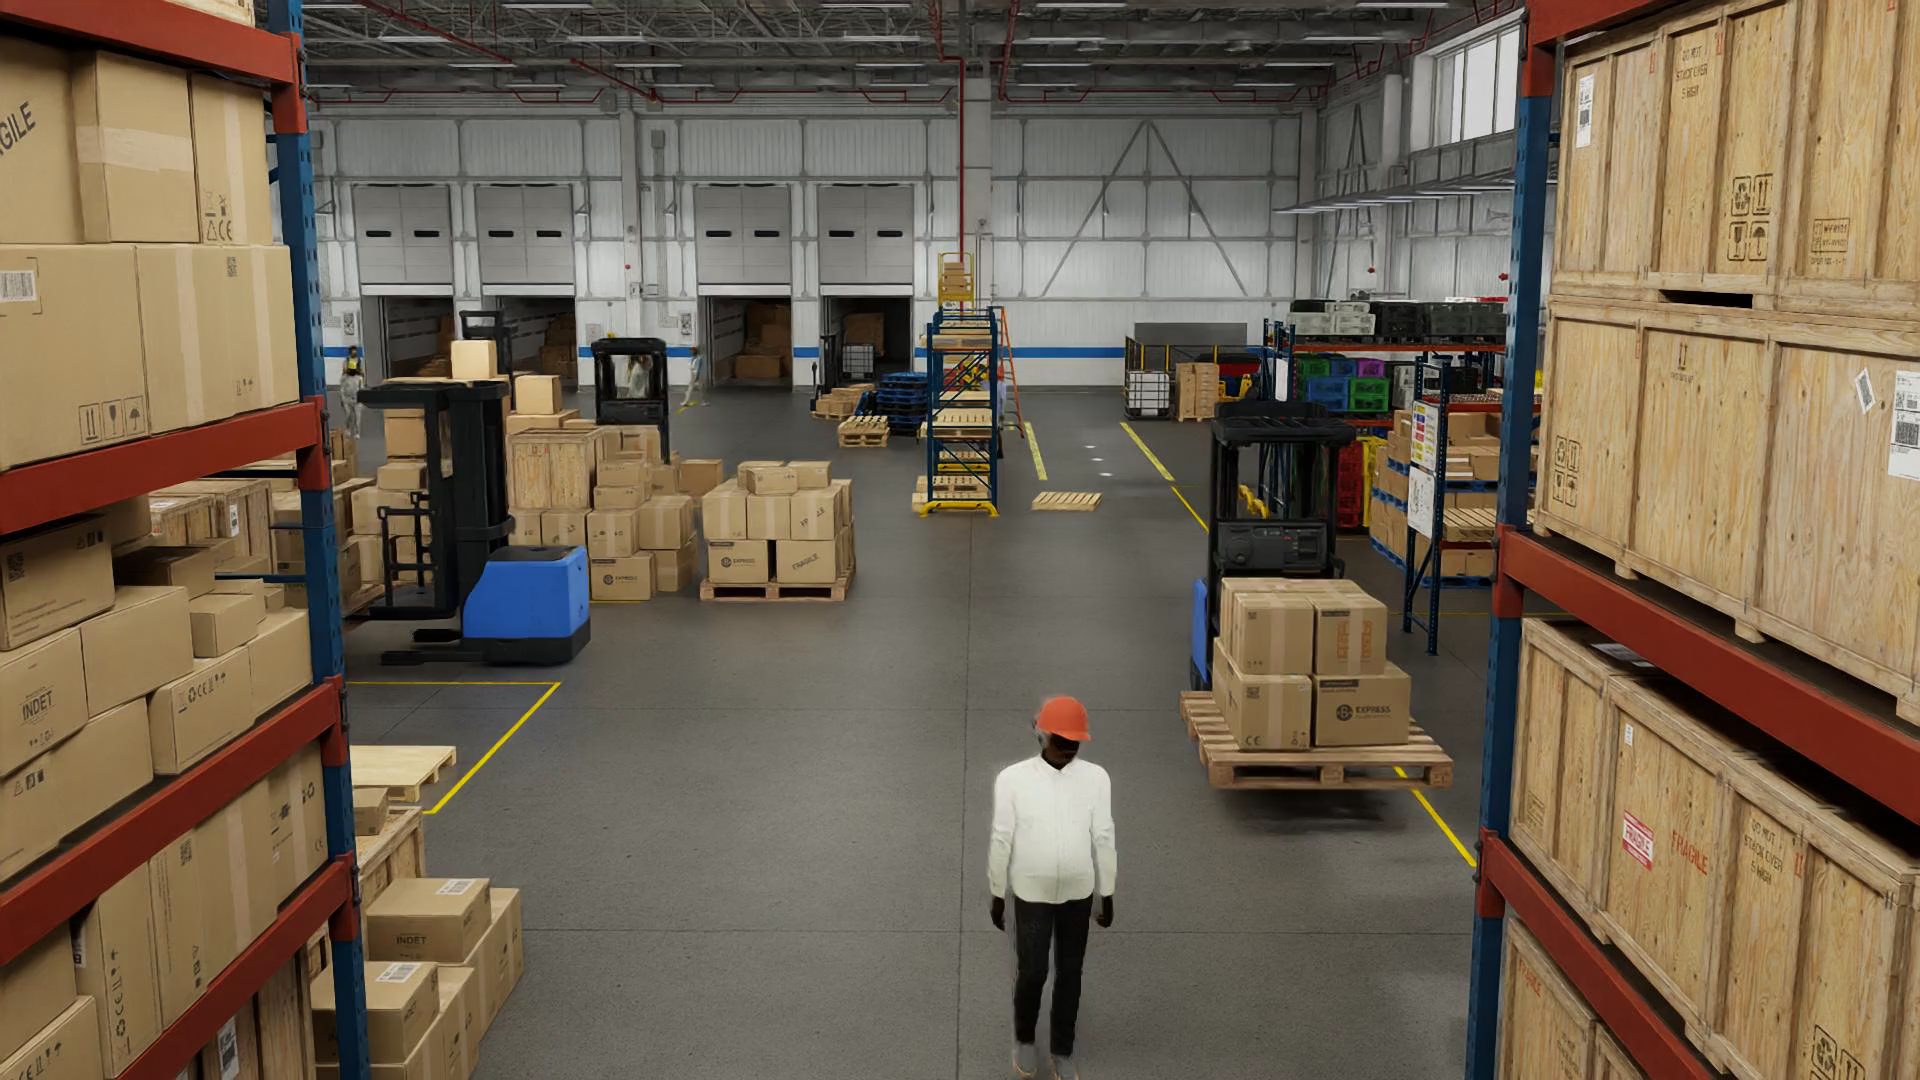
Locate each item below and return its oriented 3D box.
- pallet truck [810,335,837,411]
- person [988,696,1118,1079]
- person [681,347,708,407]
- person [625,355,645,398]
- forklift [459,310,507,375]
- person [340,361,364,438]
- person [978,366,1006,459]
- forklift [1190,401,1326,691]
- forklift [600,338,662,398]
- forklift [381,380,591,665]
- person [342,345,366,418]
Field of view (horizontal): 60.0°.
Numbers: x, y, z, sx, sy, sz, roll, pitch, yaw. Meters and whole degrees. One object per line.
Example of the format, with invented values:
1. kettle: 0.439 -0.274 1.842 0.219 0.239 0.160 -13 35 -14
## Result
1. pallet truck: -3.021 -4.312 43.126 1.885 1.965 0.823 3 10 17
2. person: 0.469 1.743 8.247 0.645 1.970 0.439 -2 10 -12
3. person: -7.107 -4.379 44.667 0.529 1.590 0.864 9 13 42
4. person: -7.164 -3.156 36.726 0.522 1.920 0.651 -1 10 -7
5. forklift: -10.776 -3.806 37.658 1.129 2.768 1.873 0 10 1
6. person: -13.507 -3.120 37.001 0.509 1.729 0.370 -6 11 -29
7. person: 0.620 -2.580 33.362 0.609 1.921 0.418 3 10 16
8. forklift: 2.699 0.166 14.742 1.129 2.768 1.873 0 10 1
9. forklift: -5.031 -1.723 25.645 1.129 2.768 1.873 -2 10 -9
10. forklift: -4.818 -0.202 16.866 1.873 2.768 1.129 0 10 0
11. person: -15.082 -3.933 41.416 0.547 1.832 0.404 -9 13 -43
